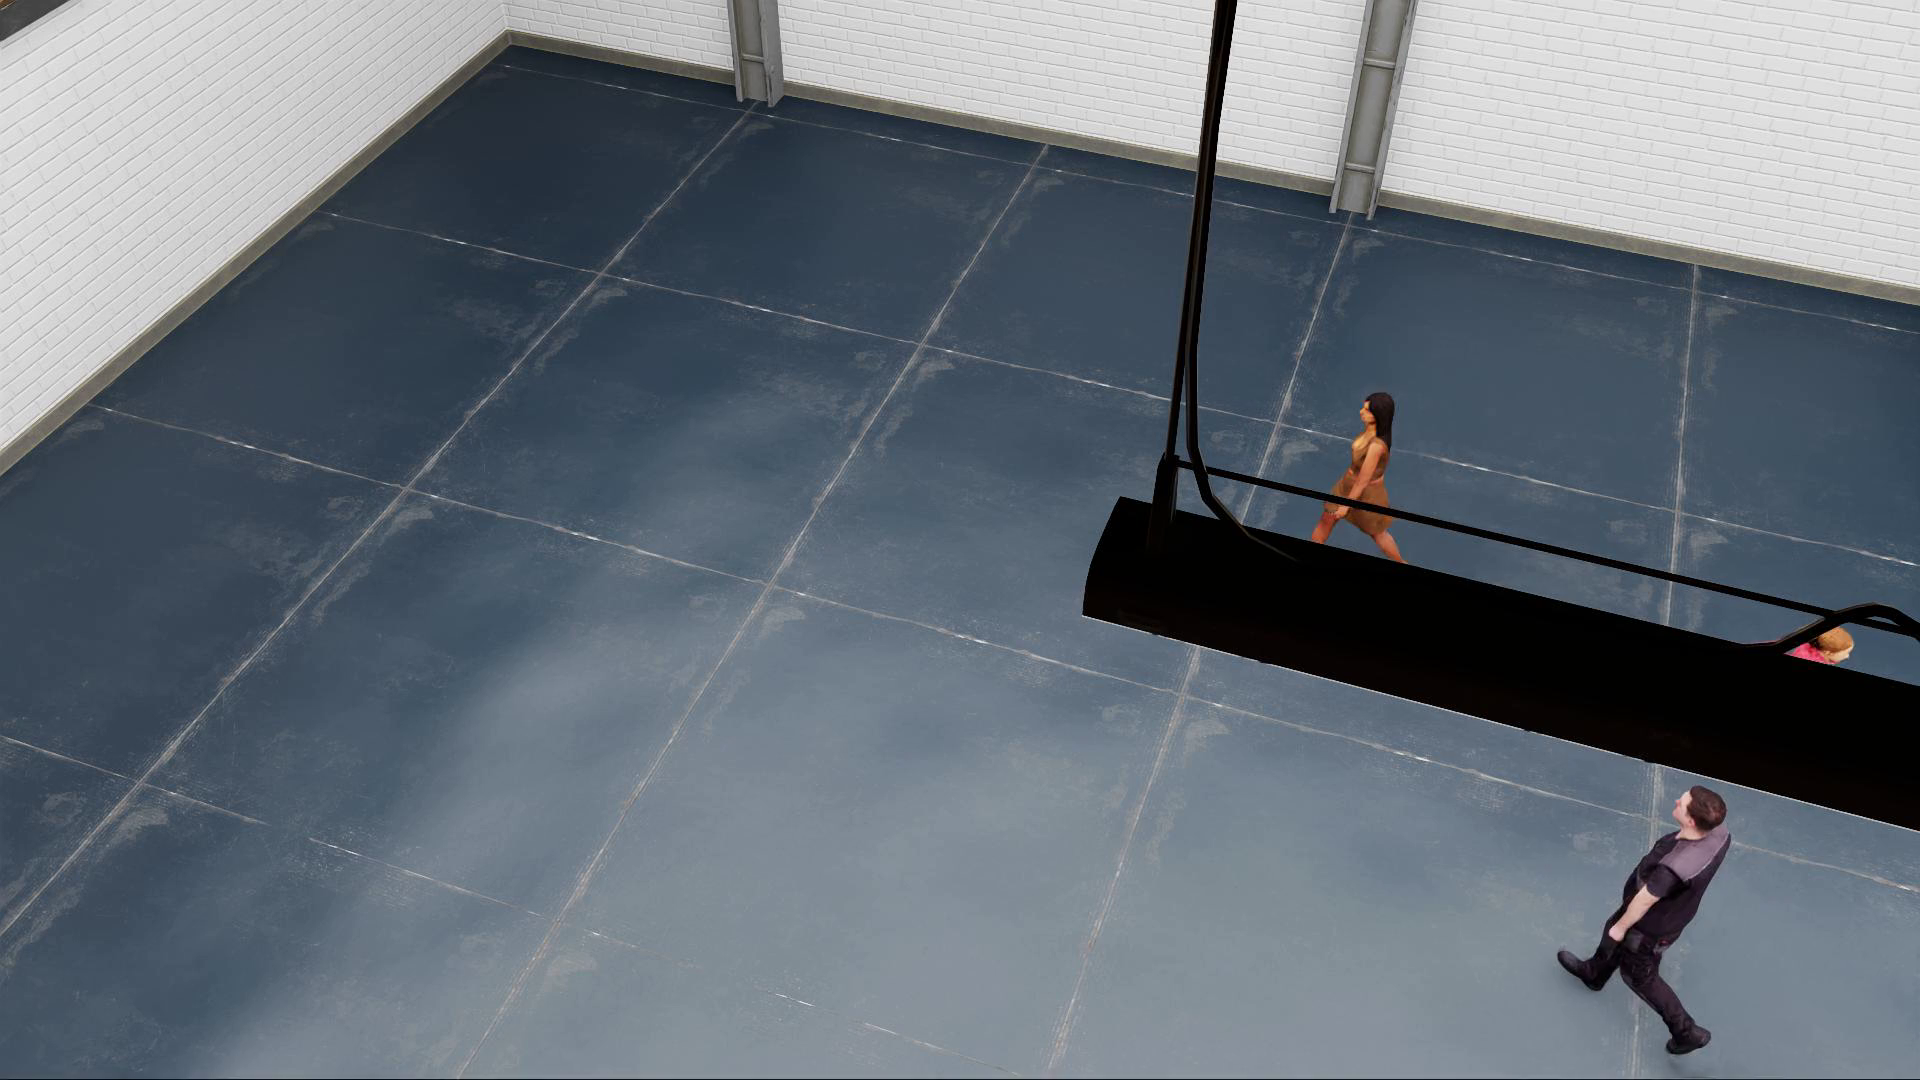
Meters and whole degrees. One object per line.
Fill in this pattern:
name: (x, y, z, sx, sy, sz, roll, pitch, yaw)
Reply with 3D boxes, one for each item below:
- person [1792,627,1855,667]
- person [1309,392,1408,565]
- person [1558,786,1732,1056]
person: (5.026, 0.976, 10.131, 0.587, 1.307, 0.526, 19, 47, 19)
person: (2.799, -0.278, 11.204, 1.160, 1.641, 0.833, 0, 44, 0)
person: (3.714, 2.002, 8.681, 1.228, 1.821, 0.983, 32, 52, 29)
